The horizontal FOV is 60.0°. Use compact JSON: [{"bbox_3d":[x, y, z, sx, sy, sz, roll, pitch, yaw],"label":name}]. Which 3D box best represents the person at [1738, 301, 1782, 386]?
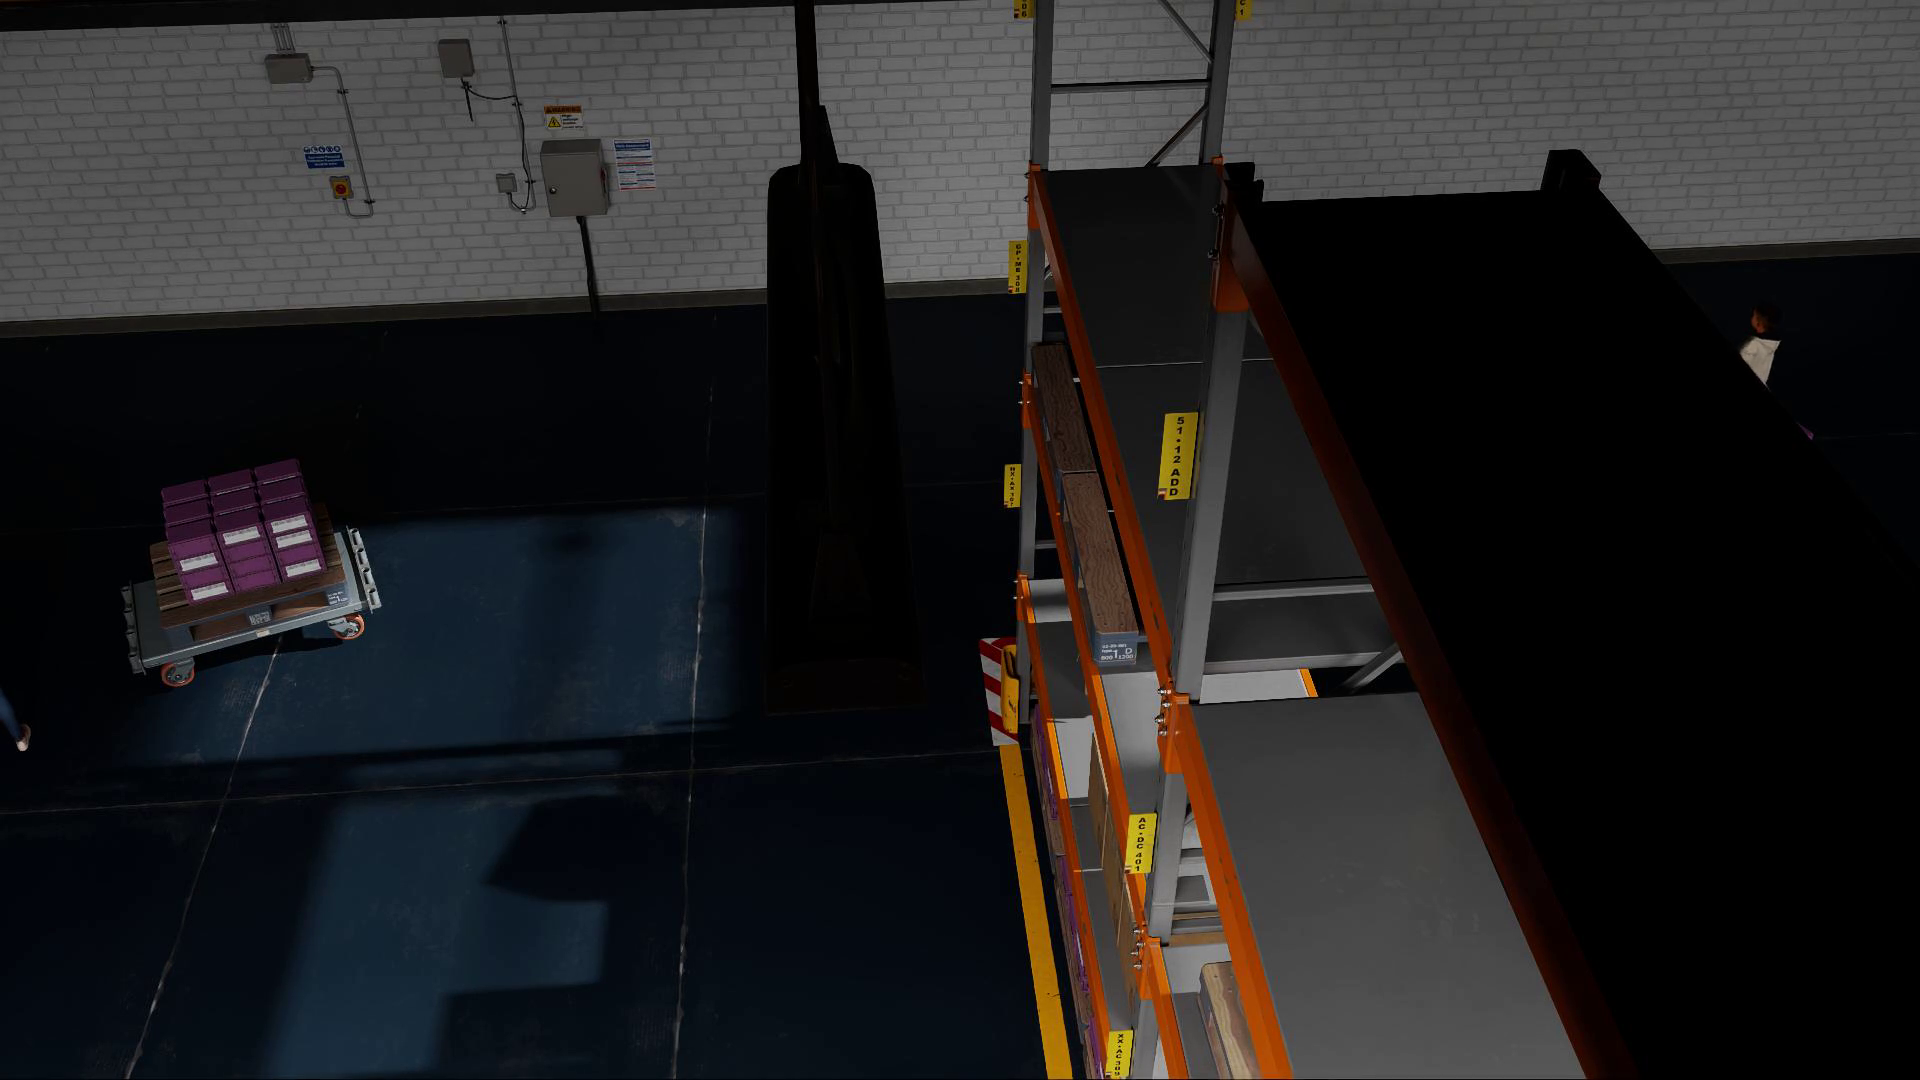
[{"bbox_3d":[6.297,-1.203,13.198,0.698,1.446,0.649,31,48,33],"label":"person"}]
